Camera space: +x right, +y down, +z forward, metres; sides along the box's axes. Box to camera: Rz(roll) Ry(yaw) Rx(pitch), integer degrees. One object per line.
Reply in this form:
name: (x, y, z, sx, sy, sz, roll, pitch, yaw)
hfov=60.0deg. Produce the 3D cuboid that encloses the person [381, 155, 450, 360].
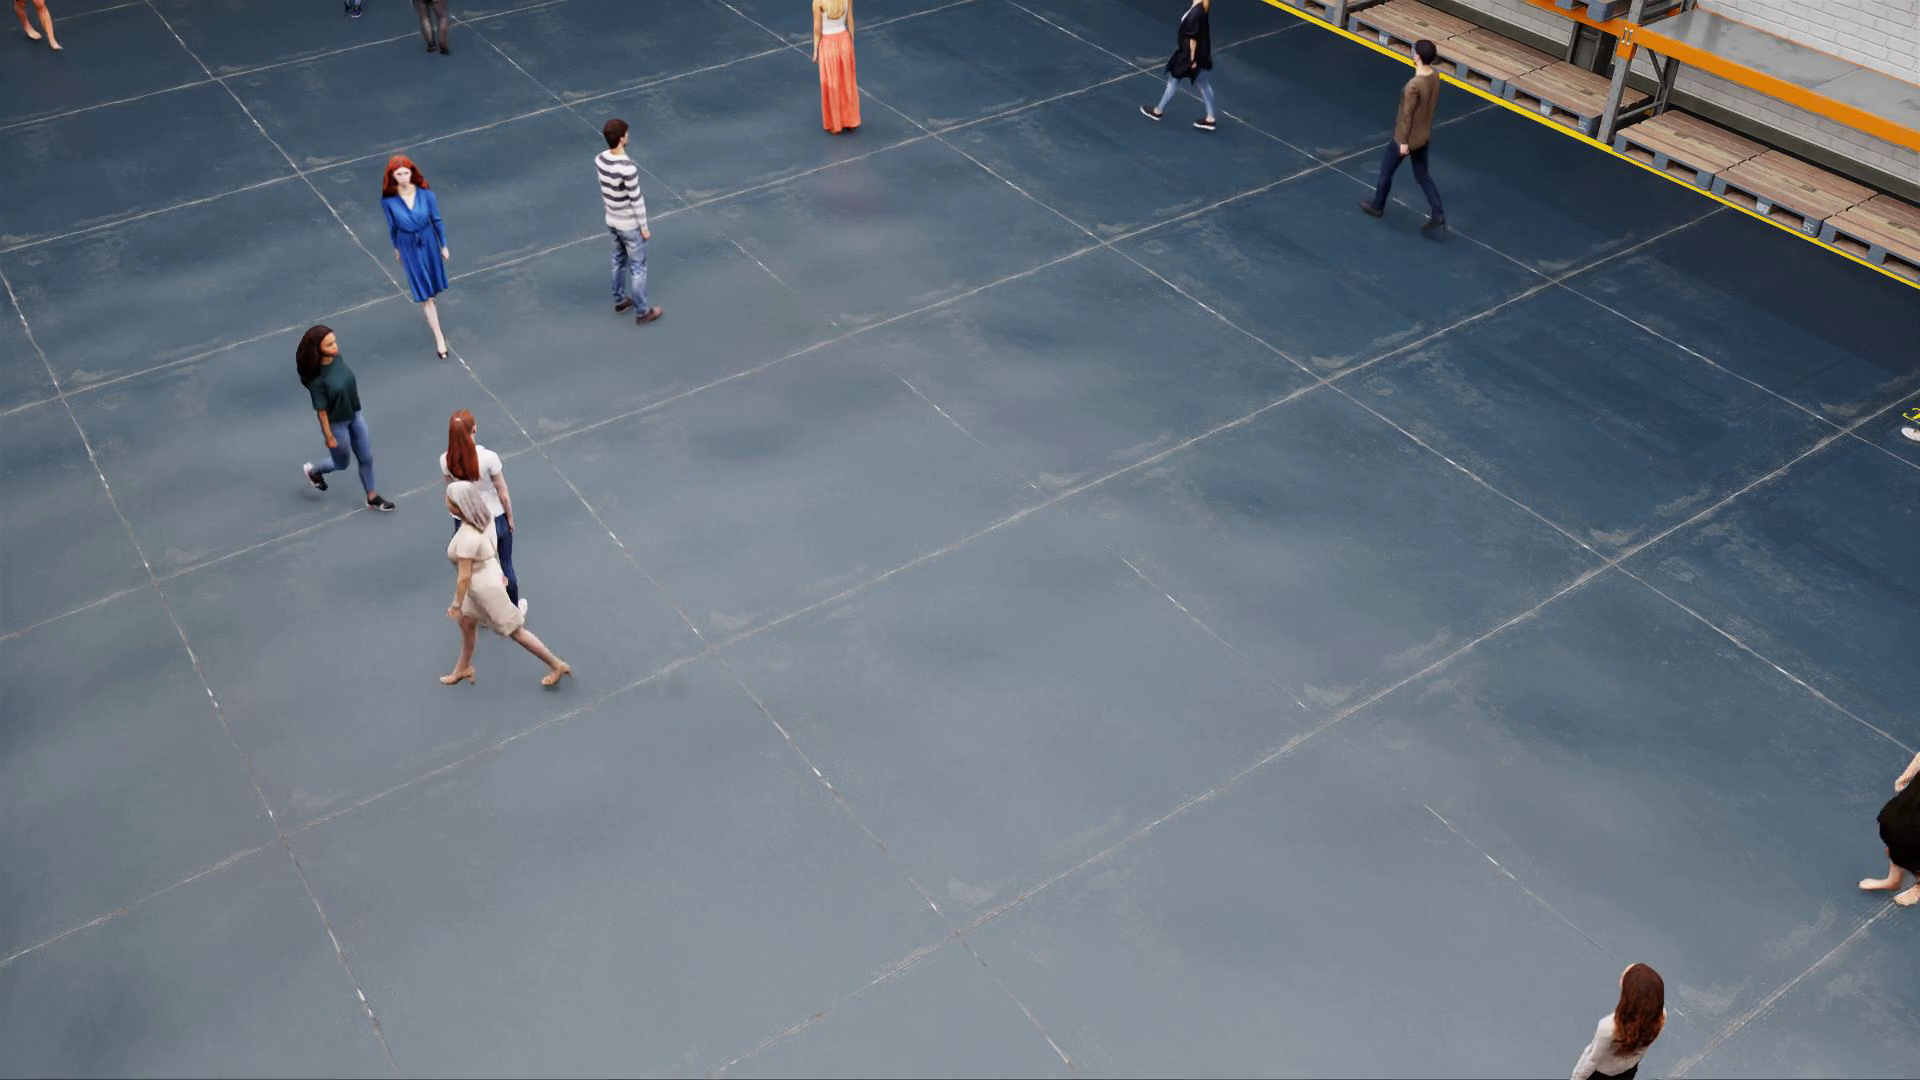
person: (-4.630, -2.488, 14.269, 0.799, 1.801, 1.153, -13, 41, -16)

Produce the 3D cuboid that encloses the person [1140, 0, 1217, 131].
person: (2.584, -5.146, 17.726, 1.165, 1.639, 0.950, 18, 42, 21)

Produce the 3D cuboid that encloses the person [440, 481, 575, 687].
person: (-2.973, 0.366, 10.785, 1.044, 1.689, 1.149, -3, 39, -3)

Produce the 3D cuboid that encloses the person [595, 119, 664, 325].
person: (-2.954, -2.800, 14.625, 0.544, 1.844, 0.750, 29, 47, 31)

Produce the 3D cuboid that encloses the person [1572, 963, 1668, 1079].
person: (3.211, 2.631, 8.125, 0.677, 1.469, 0.936, -14, 41, -17)

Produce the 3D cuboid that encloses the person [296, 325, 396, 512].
person: (-4.700, -0.903, 12.448, 1.030, 1.597, 0.920, 11, 40, 13)

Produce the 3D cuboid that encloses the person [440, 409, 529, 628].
person: (-3.273, -0.124, 11.360, 0.637, 1.737, 0.655, -4, 39, -5)

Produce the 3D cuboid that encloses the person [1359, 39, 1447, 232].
person: (4.395, -3.815, 15.893, 0.742, 1.849, 1.226, -29, 47, -31)

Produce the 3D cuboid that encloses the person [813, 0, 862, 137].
person: (-1.326, -5.193, 17.656, 0.661, 1.802, 0.617, -18, 42, -21)

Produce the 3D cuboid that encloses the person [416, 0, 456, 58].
person: (-6.288, -6.485, 19.509, 0.801, 1.681, 0.861, -1, 39, -1)

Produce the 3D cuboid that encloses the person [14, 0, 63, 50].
person: (-11.084, -6.684, 19.536, 0.709, 1.785, 1.201, -30, 48, -32)

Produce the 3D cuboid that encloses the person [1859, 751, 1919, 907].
person: (5.607, 1.494, 9.436, 0.808, 1.610, 0.749, 5, 39, 6)
